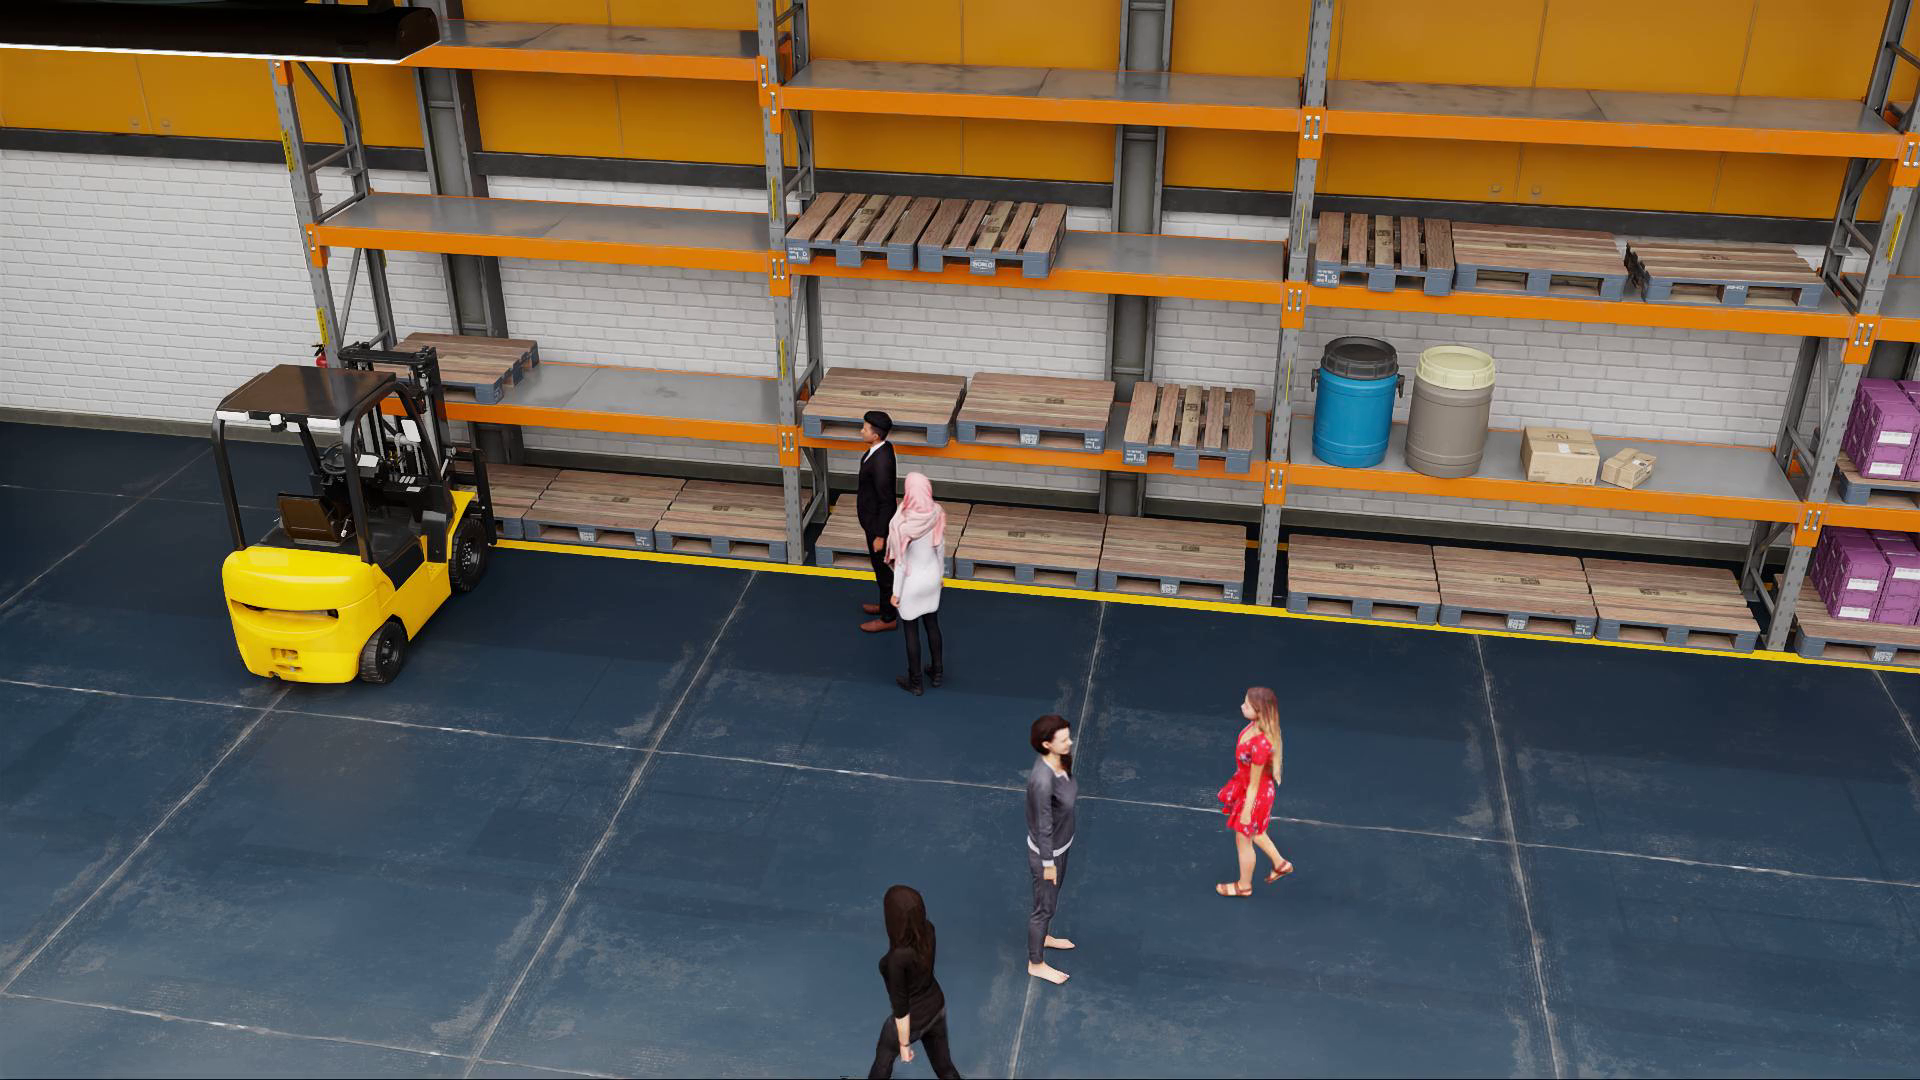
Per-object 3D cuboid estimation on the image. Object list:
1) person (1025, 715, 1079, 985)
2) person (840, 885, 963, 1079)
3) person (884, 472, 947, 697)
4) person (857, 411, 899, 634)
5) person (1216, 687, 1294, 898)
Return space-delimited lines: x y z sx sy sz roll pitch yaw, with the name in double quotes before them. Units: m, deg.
"person" 0.516 1.766 9.680 0.506 1.768 0.600 5 29 9
"person" -0.156 2.484 8.535 1.112 1.605 0.865 19 34 31
"person" -0.309 0.319 12.298 0.733 1.803 0.791 -19 34 -31
"person" -0.620 -0.160 13.091 0.627 1.883 0.746 -1 29 -2
"person" 1.889 1.577 10.220 0.745 1.584 0.597 7 29 12
